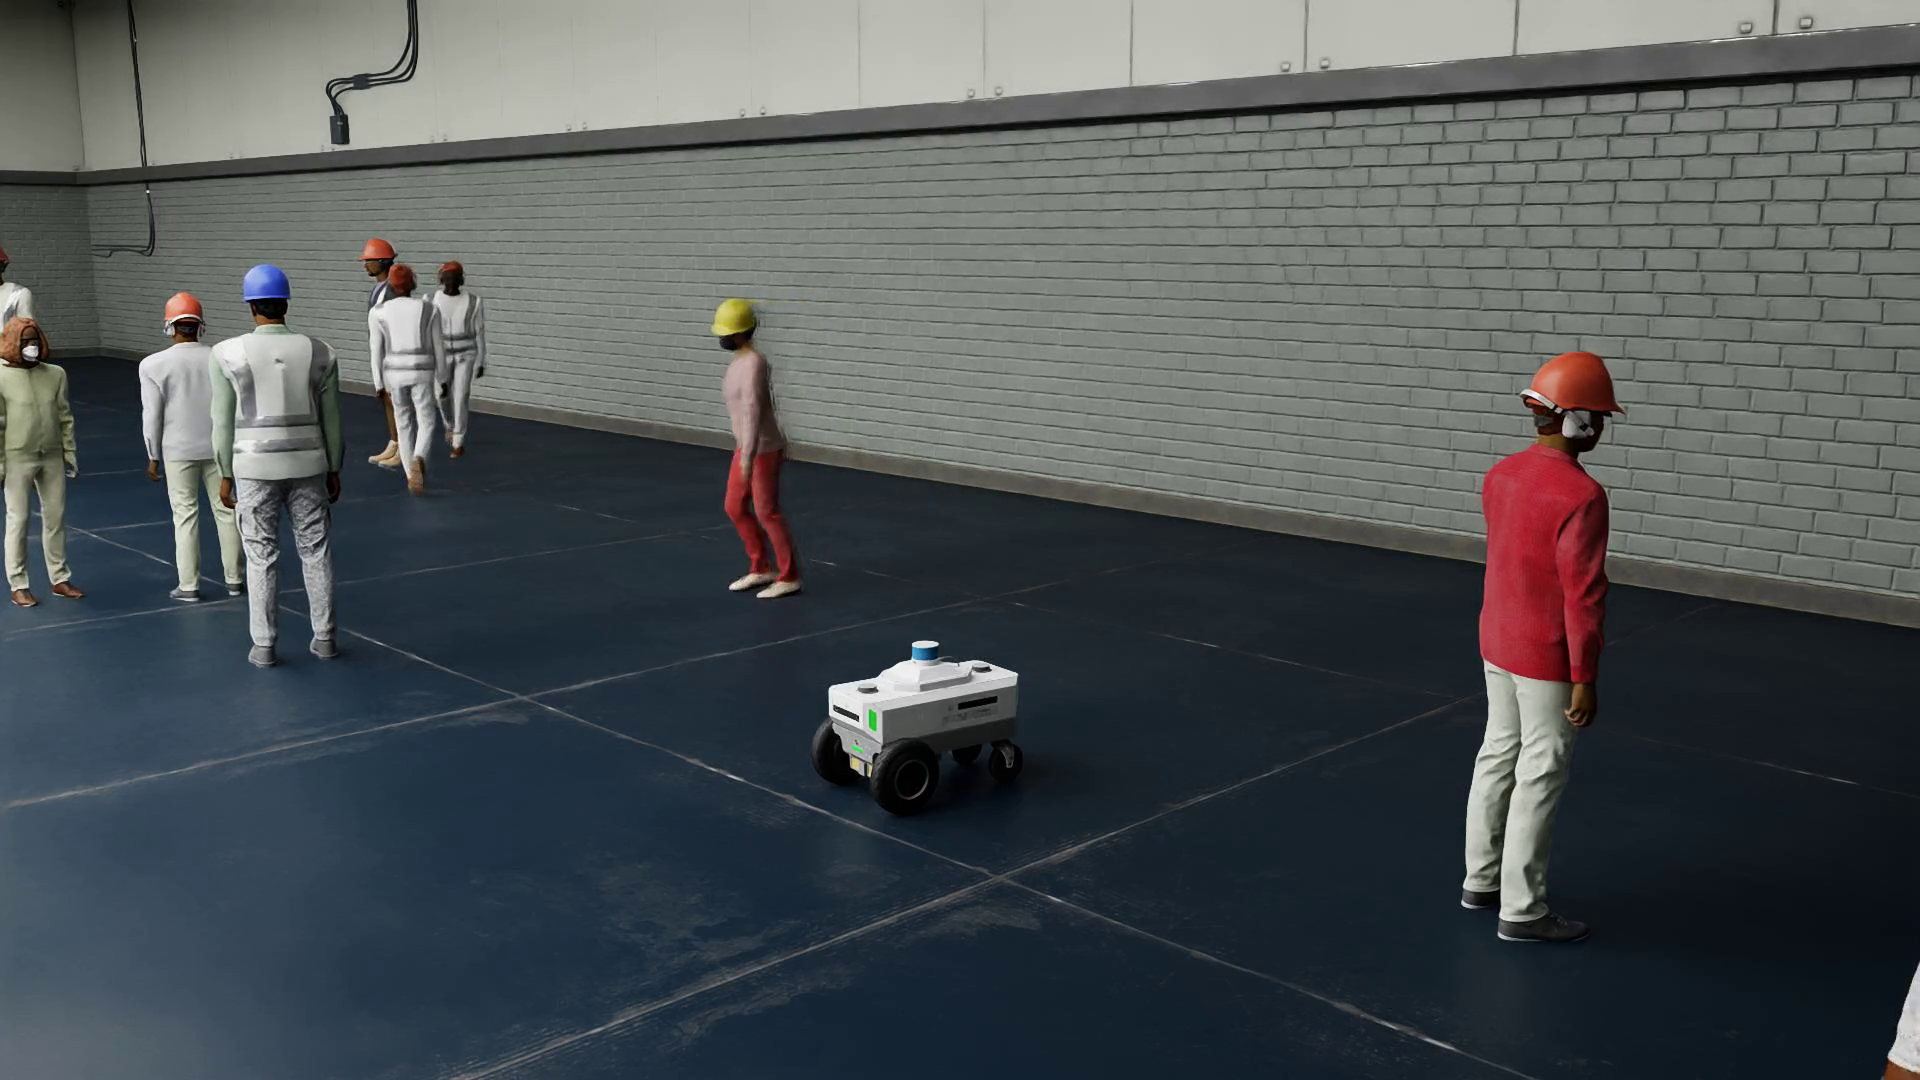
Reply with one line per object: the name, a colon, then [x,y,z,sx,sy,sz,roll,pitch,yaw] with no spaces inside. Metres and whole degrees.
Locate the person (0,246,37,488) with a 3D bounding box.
person: [-7.870,-1.430,13.633,0.608,2.044,0.378,0,10,2]

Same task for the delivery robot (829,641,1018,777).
delivery robot: [-0.128,0.622,6.249,0.707,0.478,0.477,-7,13,-35]

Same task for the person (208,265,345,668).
person: [-3.291,-0.352,8.058,0.601,1.940,0.414,-8,13,-36]

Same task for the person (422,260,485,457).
person: [-4.801,-1.734,15.828,0.596,1.860,0.710,-2,11,-9]

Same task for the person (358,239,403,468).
person: [-5.160,-1.669,14.936,0.376,2.042,0.614,-7,12,-32]

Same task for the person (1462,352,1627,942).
person: [1.748,0.317,4.933,0.354,1.743,0.567,-2,11,-10]

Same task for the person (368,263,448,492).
person: [-4.447,-1.298,13.429,0.582,1.865,0.778,-2,11,-11]

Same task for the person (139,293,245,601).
person: [-4.367,-0.528,9.505,0.559,1.752,0.326,-9,14,-41]

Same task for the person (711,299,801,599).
person: [-1.160,-0.504,9.433,0.534,1.726,0.539,-4,11,-22]

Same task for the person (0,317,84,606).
person: [-5.238,-0.443,9.397,0.279,1.624,0.494,6,12,28]
